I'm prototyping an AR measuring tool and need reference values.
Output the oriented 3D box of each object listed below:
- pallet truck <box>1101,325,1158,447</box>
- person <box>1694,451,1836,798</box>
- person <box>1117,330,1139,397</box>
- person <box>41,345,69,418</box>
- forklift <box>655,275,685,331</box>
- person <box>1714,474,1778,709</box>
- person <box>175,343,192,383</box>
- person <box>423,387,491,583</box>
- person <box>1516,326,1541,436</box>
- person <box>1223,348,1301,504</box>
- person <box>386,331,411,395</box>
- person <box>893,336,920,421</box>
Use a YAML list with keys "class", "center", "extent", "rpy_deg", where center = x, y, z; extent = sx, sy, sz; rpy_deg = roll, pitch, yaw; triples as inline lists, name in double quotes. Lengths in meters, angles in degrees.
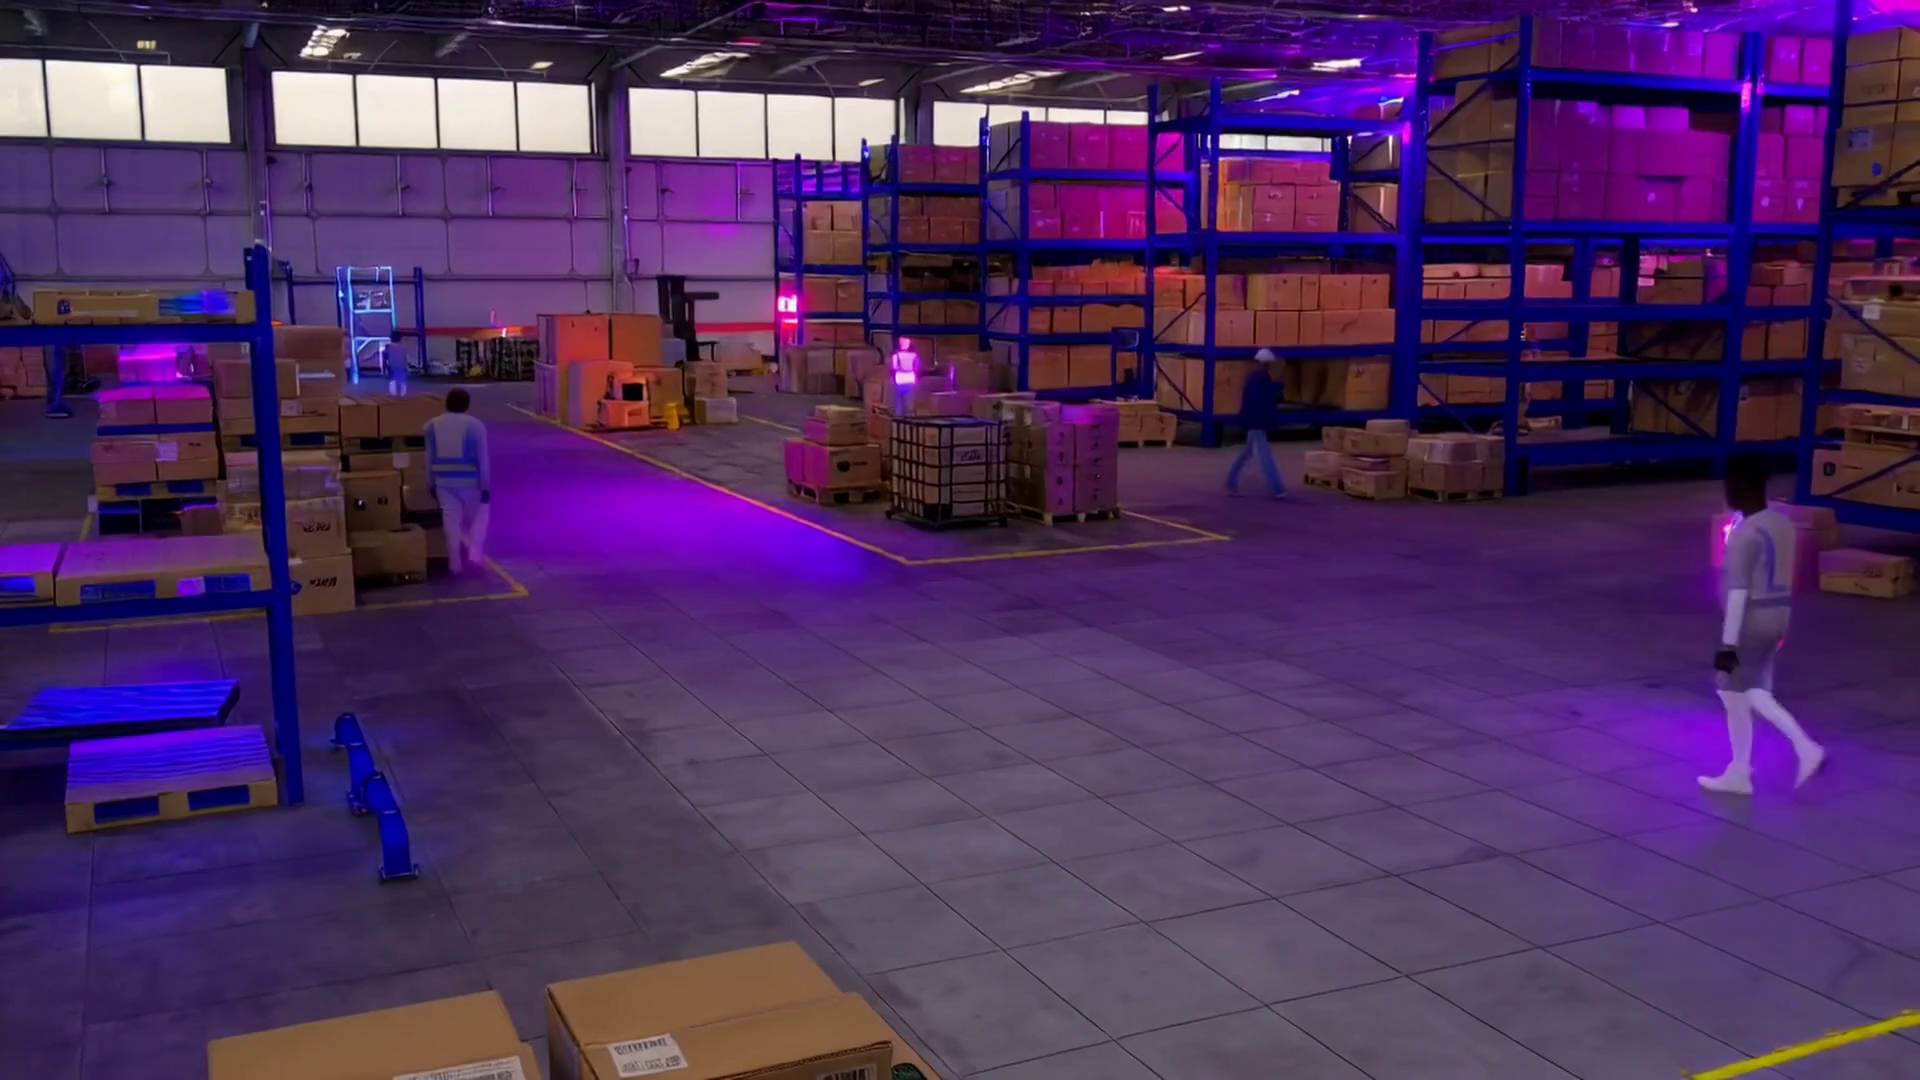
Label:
- class: "pallet truck"
  center: [2.881, -2.596, 27.923]
  extent: [0.823, 1.965, 1.885]
  rpy_deg: [-1, 9, -7]
- class: "person"
  center: [4.366, 0.490, 8.987]
  extent: [0.582, 1.934, 0.602]
  rpy_deg: [9, 13, 44]
- class: "person"
  center: [3.023, -2.909, 30.189]
  extent: [0.560, 1.903, 0.928]
  rpy_deg: [8, 12, 40]
- class: "person"
  center: [-18.034, -3.387, 33.073]
  extent: [0.363, 1.929, 0.628]
  rpy_deg: [-2, 9, -10]
- class: "forklift"
  center: [-6.677, -4.734, 38.455]
  extent: [1.873, 2.768, 1.129]
  rpy_deg: [2, 9, 14]
- class: "person"
  center: [5.270, 0.298, 11.105]
  extent: [0.312, 1.632, 0.513]
  rpy_deg: [0, 9, 3]
- class: "person"
  center: [-16.756, -3.835, 35.841]
  extent: [0.586, 1.922, 0.407]
  rpy_deg: [8, 12, 40]
- class: "person"
  center: [-4.657, -0.513, 15.539]
  extent: [0.645, 1.820, 0.502]
  rpy_deg: [1, 9, 6]
- class: "person"
  center: [10.024, -2.793, 29.329]
  extent: [0.355, 1.936, 0.636]
  rpy_deg: [2, 9, 13]
- class: "person"
  center: [3.793, -1.434, 20.905]
  extent: [1.088, 1.933, 0.632]
  rpy_deg: [6, 11, 33]
- class: "person"
  center: [-11.709, -3.520, 34.664]
  extent: [0.550, 1.669, 0.746]
  rpy_deg: [-7, 11, -36]
- class: "person"
  center: [-1.002, -2.978, 31.274]
  extent: [0.537, 1.687, 0.470]
  rpy_deg: [-6, 11, -32]
